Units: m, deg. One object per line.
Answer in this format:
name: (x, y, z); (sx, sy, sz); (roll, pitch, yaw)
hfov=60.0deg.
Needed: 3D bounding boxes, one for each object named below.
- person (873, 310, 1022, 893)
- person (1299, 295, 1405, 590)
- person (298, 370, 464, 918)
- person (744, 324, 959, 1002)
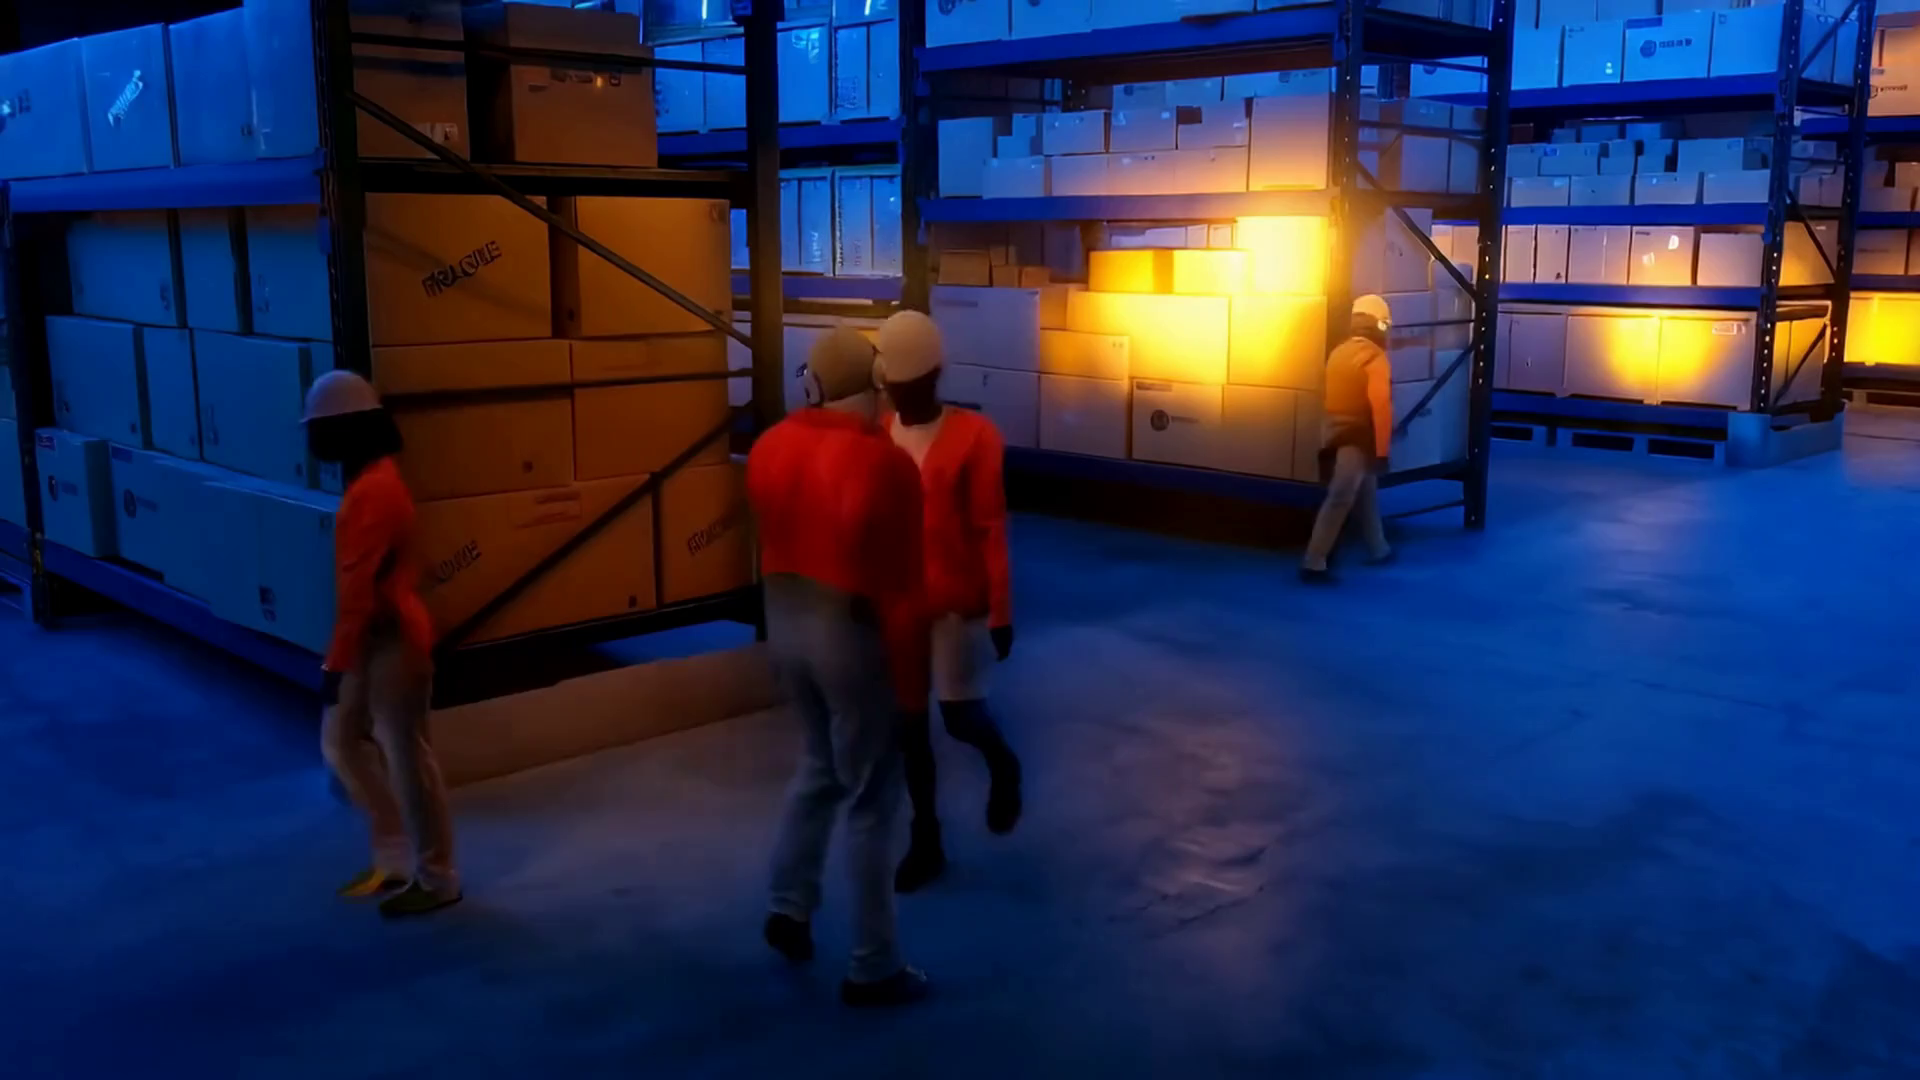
person: (-0.063, 0.184, 5.534); (0.567, 1.905, 0.667); (6, 12, 28)
person: (2.454, -0.606, 10.227); (0.881, 1.769, 0.646); (-2, 11, -11)
person: (-1.821, 0.333, 5.183); (0.504, 1.713, 0.512); (-4, 11, -21)
person: (-0.330, 0.344, 4.685); (0.426, 1.889, 0.736); (-10, 14, -42)
